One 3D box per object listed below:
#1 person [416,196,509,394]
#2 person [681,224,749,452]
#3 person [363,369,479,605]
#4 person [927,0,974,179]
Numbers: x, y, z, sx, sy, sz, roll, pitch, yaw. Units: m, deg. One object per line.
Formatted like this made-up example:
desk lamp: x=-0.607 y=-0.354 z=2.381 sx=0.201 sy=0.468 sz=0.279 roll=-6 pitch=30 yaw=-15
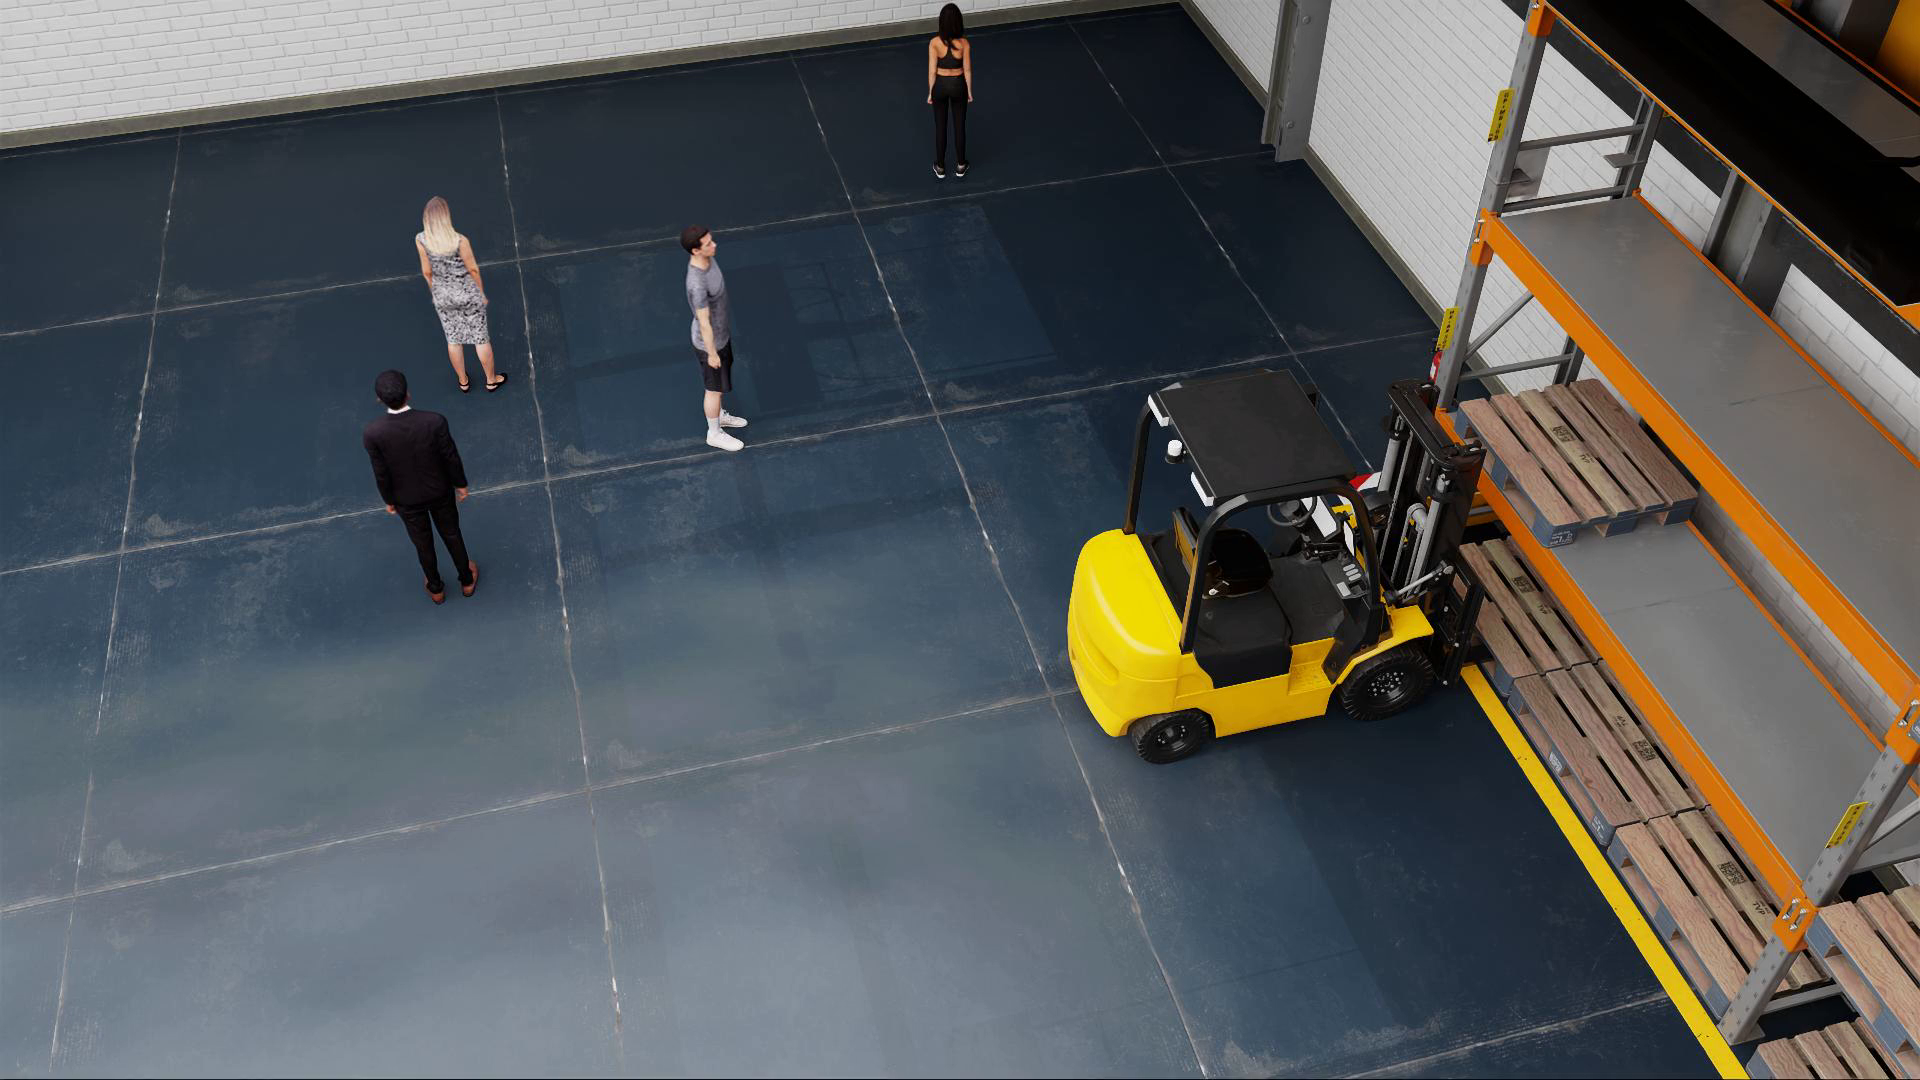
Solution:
person: x=-3.822 y=-1.840 z=12.637 sx=0.626 sy=1.705 sz=0.590 roll=2 pitch=44 yaw=3
person: x=-1.828 y=-1.504 z=12.164 sx=0.773 sy=1.871 sz=0.583 roll=0 pitch=44 yaw=0
person: x=-3.539 y=-0.337 z=10.930 sx=0.722 sy=1.883 sz=0.574 roll=-15 pitch=46 yaw=-15
person: x=-0.095 y=-4.046 z=14.997 sx=0.607 sy=1.643 sz=0.552 roll=-2 pitch=44 yaw=-2
